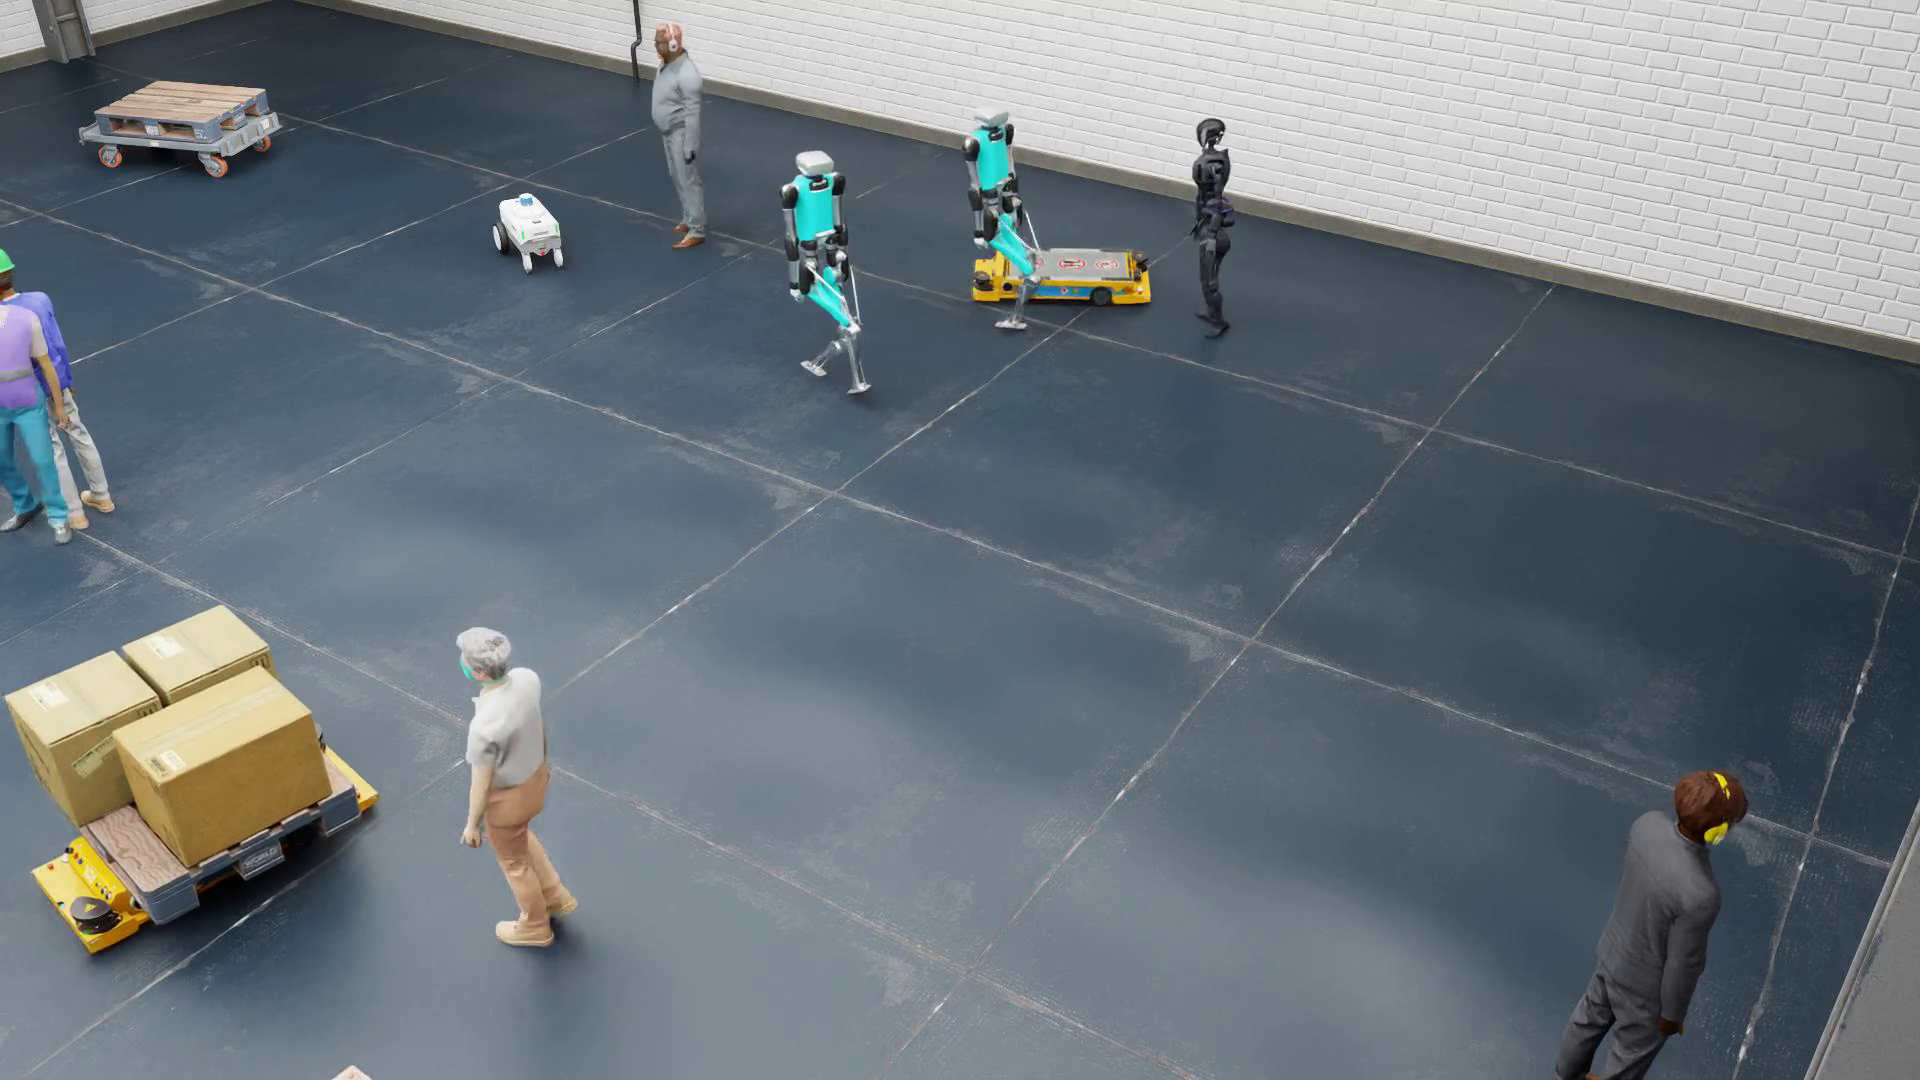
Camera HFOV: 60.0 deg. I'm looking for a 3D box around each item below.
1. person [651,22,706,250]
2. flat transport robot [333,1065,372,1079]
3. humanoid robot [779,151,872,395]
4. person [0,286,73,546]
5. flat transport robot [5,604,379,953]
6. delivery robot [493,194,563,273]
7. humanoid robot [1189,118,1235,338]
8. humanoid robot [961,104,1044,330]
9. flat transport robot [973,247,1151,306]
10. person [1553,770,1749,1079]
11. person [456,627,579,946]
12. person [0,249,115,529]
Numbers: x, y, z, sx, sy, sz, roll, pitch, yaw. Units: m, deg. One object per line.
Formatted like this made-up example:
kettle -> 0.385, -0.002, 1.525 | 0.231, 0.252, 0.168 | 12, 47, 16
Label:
person -> -2.386, -3.416, 14.071 | 0.405, 1.917, 0.643 | -15, 36, -22
flat transport robot -> -2.069, 2.827, 5.857 | 0.659, 0.231, 1.431 | 22, 39, 30
humanoid robot -> -0.839, -1.804, 11.761 | 0.535, 1.787, 1.026 | -26, 41, -34
person -> -5.775, -0.824, 10.103 | 0.655, 1.830, 0.446 | -6, 33, -9
flat transport robot -> -3.645, 1.403, 8.073 | 0.659, 0.231, 1.431 | 28, 42, 36
delivery robot -> -3.641, -2.642, 14.091 | 0.499, 0.581, 0.774 | -16, 36, -23
humanoid robot -> 1.924, -2.394, 12.681 | 0.348, 1.644, 0.590 | -4, 33, -6
humanoid robot -> 0.411, -2.355, 12.577 | 0.767, 1.785, 0.540 | 23, 39, 32
flat transport robot -> 0.831, -2.158, 13.614 | 1.431, 0.231, 0.659 | 1, 33, 2
person -> 2.587, 1.612, 6.278 | 0.352, 1.866, 0.487 | -5, 33, -8
person -> -1.972, 1.085, 7.204 | 0.379, 1.736, 0.510 | 7, 33, 11
person -> -5.664, -0.927, 10.225 | 0.363, 1.865, 0.459 | 14, 35, 21
